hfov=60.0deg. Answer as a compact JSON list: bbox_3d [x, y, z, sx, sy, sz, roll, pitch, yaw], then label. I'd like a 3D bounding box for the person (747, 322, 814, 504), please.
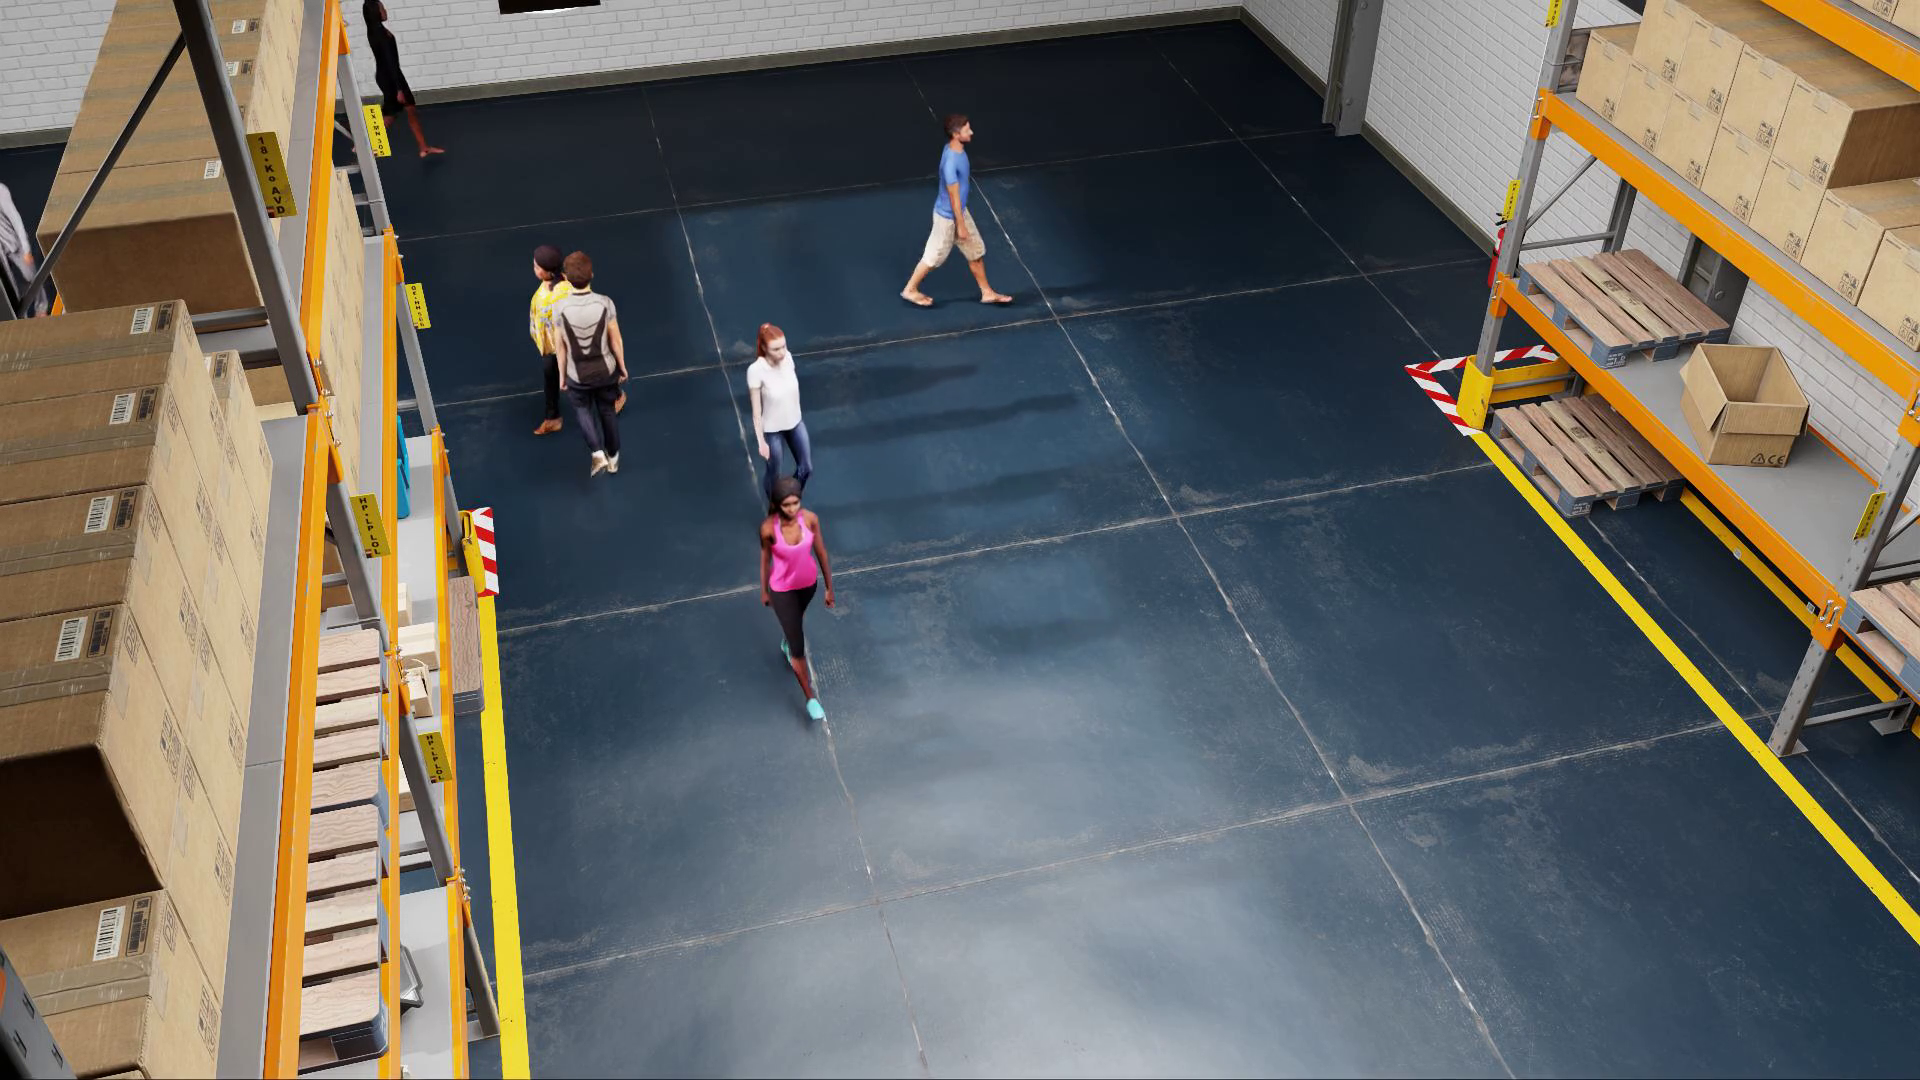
[{"bbox_3d":[-1.368,-0.840,12.053,0.705,1.723,0.744,-31,48,-33],"label":"person"}]

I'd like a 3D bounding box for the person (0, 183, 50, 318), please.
[{"bbox_3d":[-8.125,-2.543,14.192,0.594,1.715,1.107,-10,40,-12],"label":"person"}]

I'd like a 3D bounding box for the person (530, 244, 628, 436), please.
[{"bbox_3d":[-3.011,-1.571,13.051,1.003,1.621,1.073,-26,45,-28],"label":"person"}]

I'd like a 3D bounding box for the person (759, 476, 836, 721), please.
[{"bbox_3d":[-1.090,0.256,10.726,0.697,1.667,1.140,-15,41,-18],"label":"person"}]

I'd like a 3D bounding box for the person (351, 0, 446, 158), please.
[{"bbox_3d":[-5.817,-4.571,16.749,0.791,1.693,1.105,-14,41,-17],"label":"person"}]

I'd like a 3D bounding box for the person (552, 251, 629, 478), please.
[{"bbox_3d":[-2.740,-1.225,12.412,0.669,1.877,0.818,-11,40,-13],"label":"person"}]

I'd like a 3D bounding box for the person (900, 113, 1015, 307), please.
[{"bbox_3d":[-0.167,-2.816,14.449,1.051,1.821,1.267,5,39,7],"label":"person"}]
